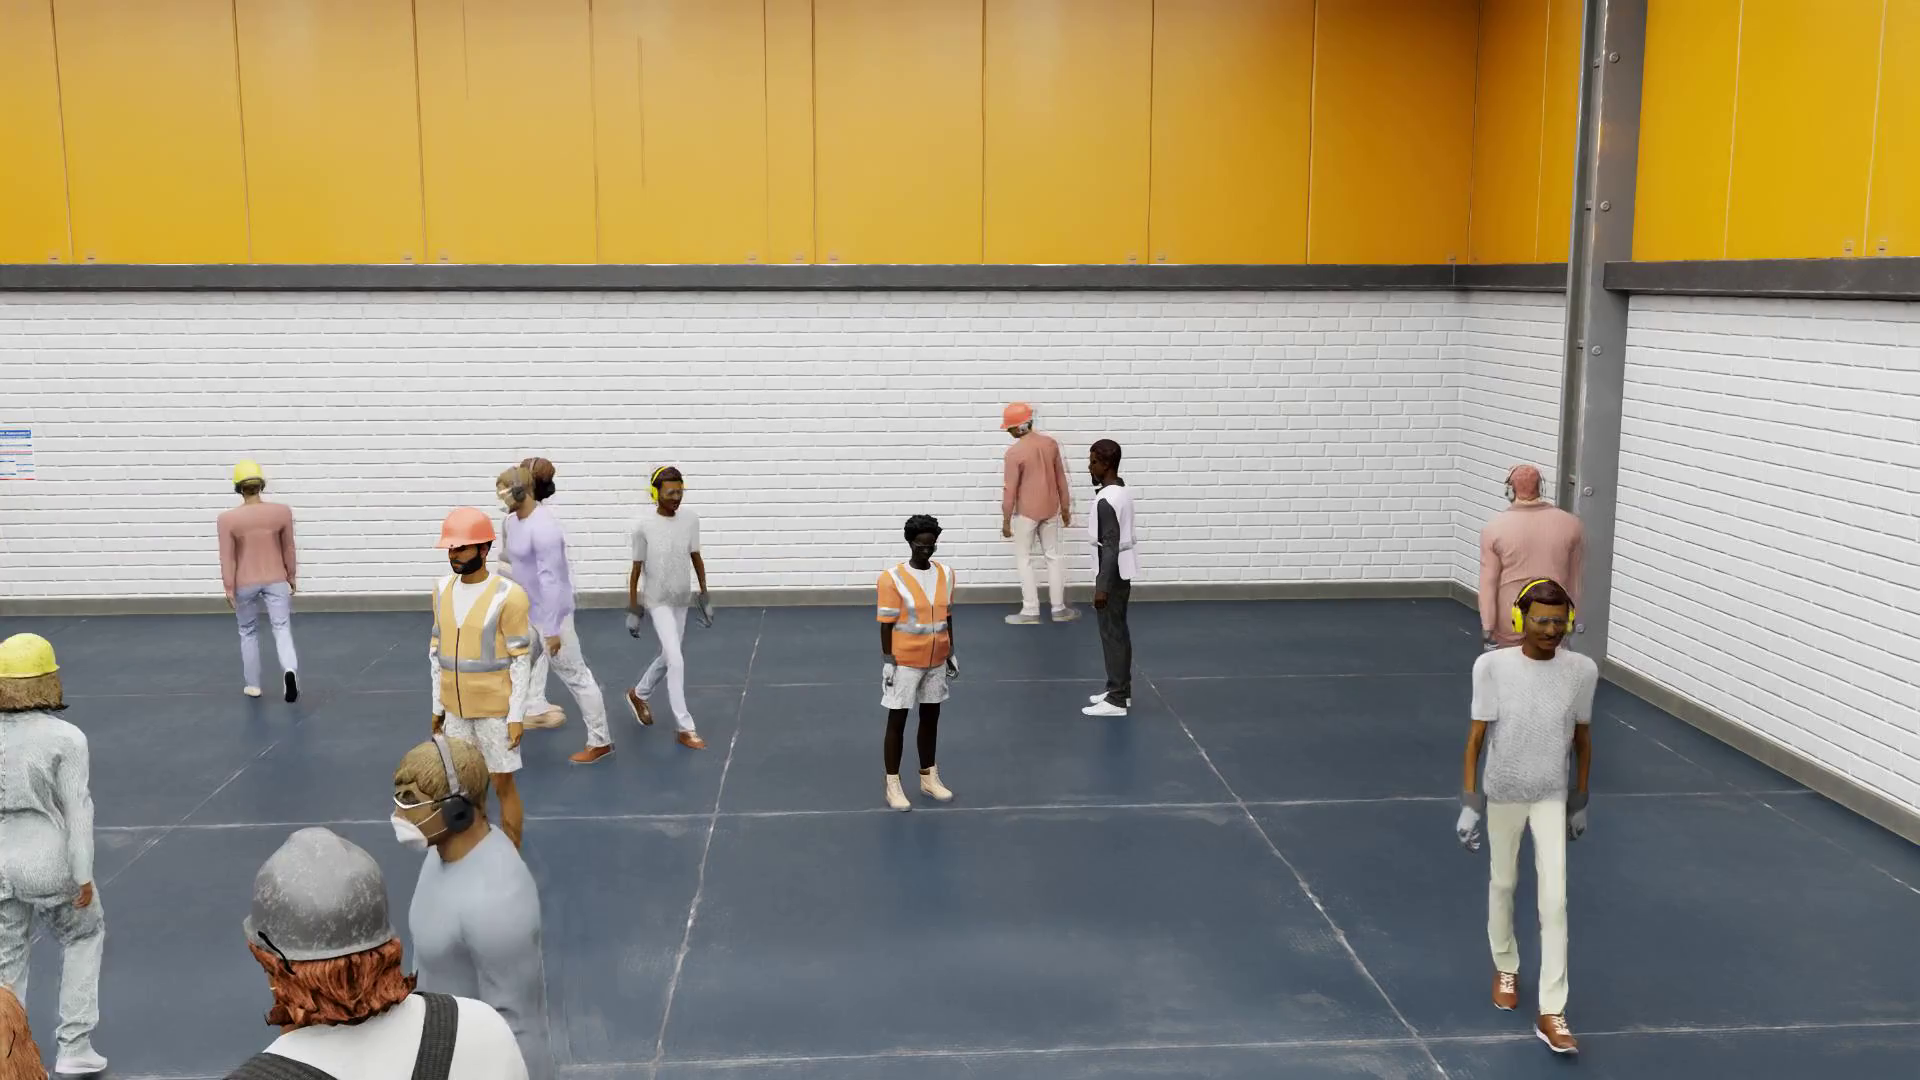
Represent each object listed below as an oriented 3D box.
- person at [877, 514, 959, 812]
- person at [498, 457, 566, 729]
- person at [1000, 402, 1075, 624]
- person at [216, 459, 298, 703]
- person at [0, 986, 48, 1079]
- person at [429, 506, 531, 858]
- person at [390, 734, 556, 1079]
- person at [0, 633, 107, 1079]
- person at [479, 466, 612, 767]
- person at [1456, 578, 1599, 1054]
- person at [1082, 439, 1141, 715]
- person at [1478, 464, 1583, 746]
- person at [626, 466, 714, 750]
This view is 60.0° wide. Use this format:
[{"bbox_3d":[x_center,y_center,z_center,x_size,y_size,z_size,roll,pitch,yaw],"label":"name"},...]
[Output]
[{"bbox_3d":[-0.237,0.686,9.496,0.529,1.694,0.321,-7,11,-36],"label":"person"},{"bbox_3d":[-2.887,0.343,11.233,0.435,1.828,0.685,-1,9,-9],"label":"person"},{"bbox_3d":[0.692,-0.234,14.517,0.781,1.953,0.398,-7,11,-37],"label":"person"},{"bbox_3d":[-4.944,0.297,11.765,0.530,1.745,0.721,-6,11,-32],"label":"person"},{"bbox_3d":[-1.959,1.692,3.395,0.505,1.626,0.287,-7,11,-36],"label":"person"},{"bbox_3d":[-2.335,0.796,8.035,0.543,1.939,0.362,3,10,21],"label":"person"},{"bbox_3d":[-1.187,1.410,4.357,0.969,1.900,0.657,-4,10,-23],"label":"person"},{"bbox_3d":[-3.422,1.208,6.124,0.499,1.726,0.479,-1,9,-6],"label":"person"},{"bbox_3d":[-2.628,0.488,10.173,0.997,1.872,0.704,-6,11,-32],"label":"person"},{"bbox_3d":[2.254,1.071,6.619,0.543,1.831,0.871,2,9,10],"label":"person"},{"bbox_3d":[1.057,0.258,11.490,0.373,1.914,0.597,2,9,15],"label":"person"},{"bbox_3d":[3.507,0.475,10.246,0.642,1.876,0.726,0,9,2],"label":"person"},{"bbox_3d":[-1.942,0.403,10.909,0.558,1.831,0.920,-8,12,-43],"label":"person"}]
